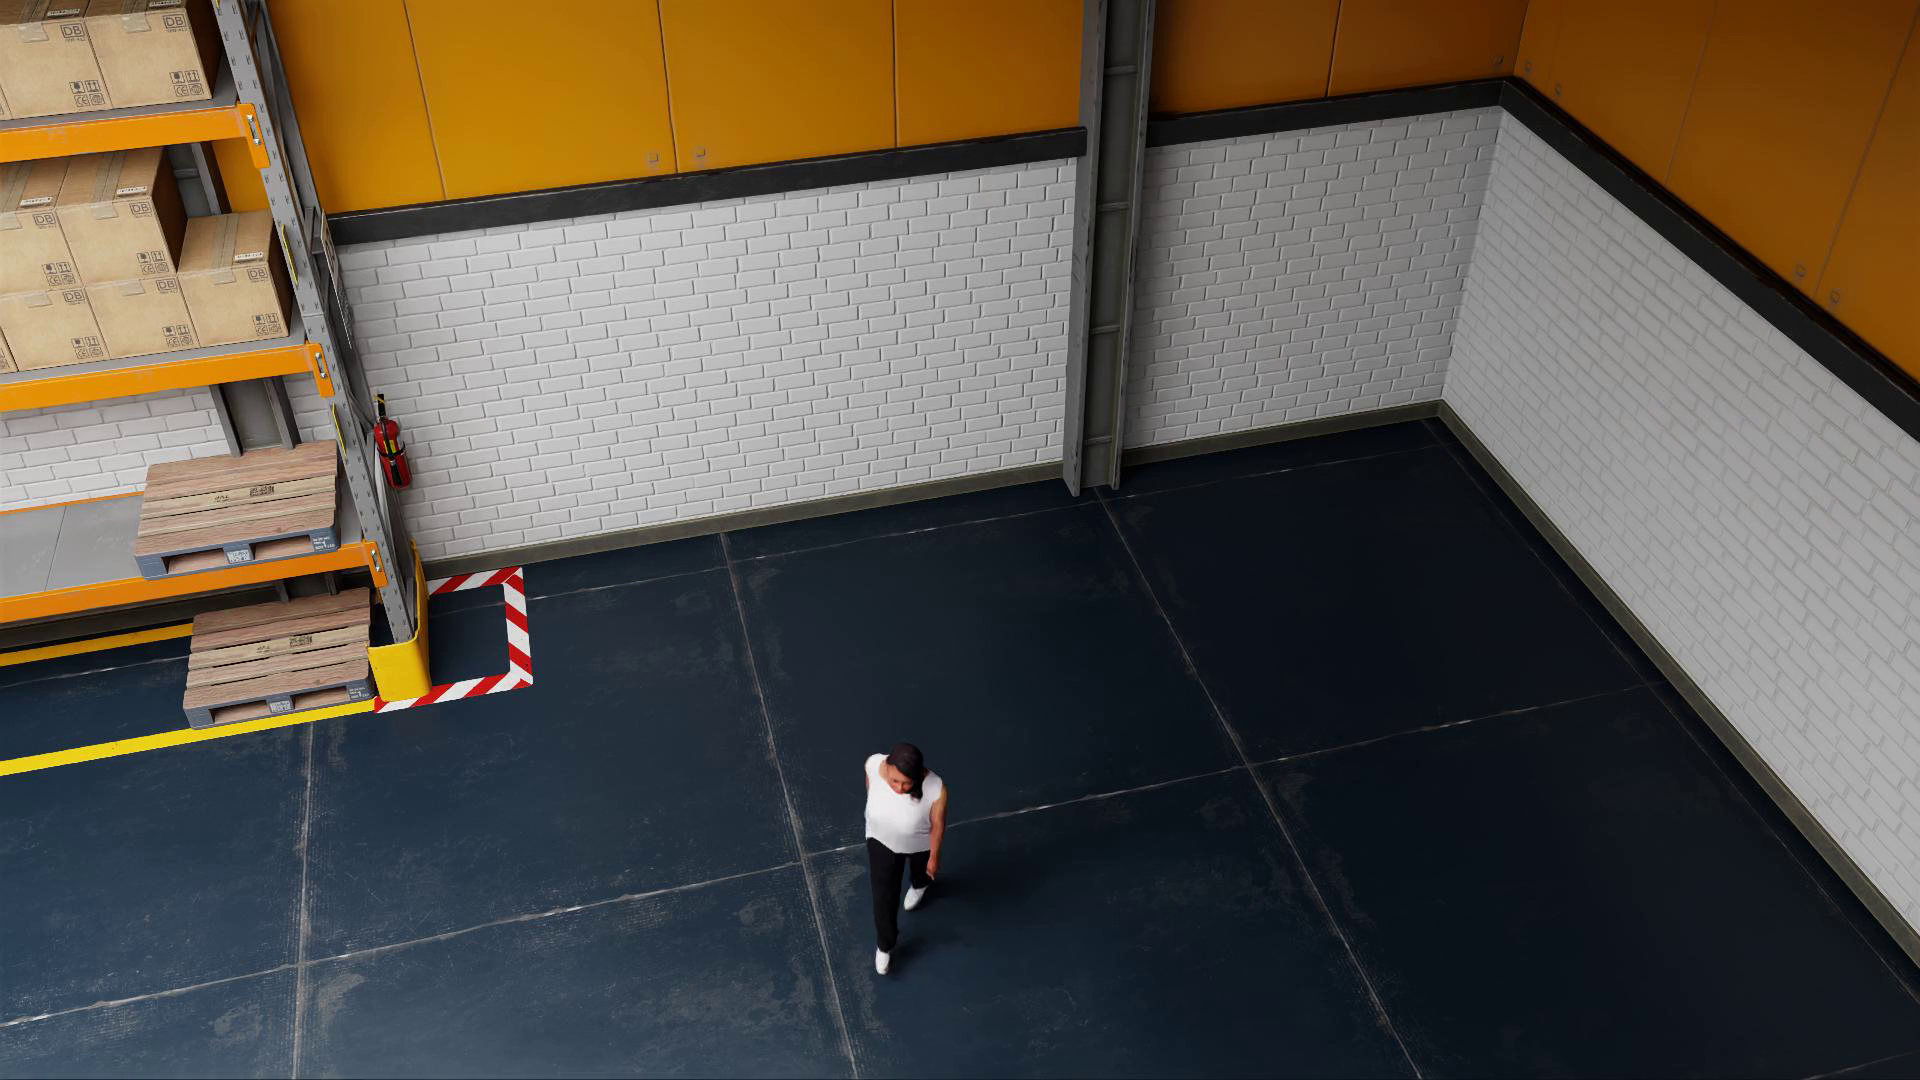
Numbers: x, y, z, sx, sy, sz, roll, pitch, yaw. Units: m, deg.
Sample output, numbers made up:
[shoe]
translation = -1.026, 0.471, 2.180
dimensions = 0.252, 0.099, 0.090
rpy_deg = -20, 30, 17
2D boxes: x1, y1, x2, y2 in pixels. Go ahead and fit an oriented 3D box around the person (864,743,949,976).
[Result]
[person]
translation = -0.315, 1.633, 9.522
dimensions = 1.092, 1.635, 1.038
rpy_deg = 14, 41, 17
